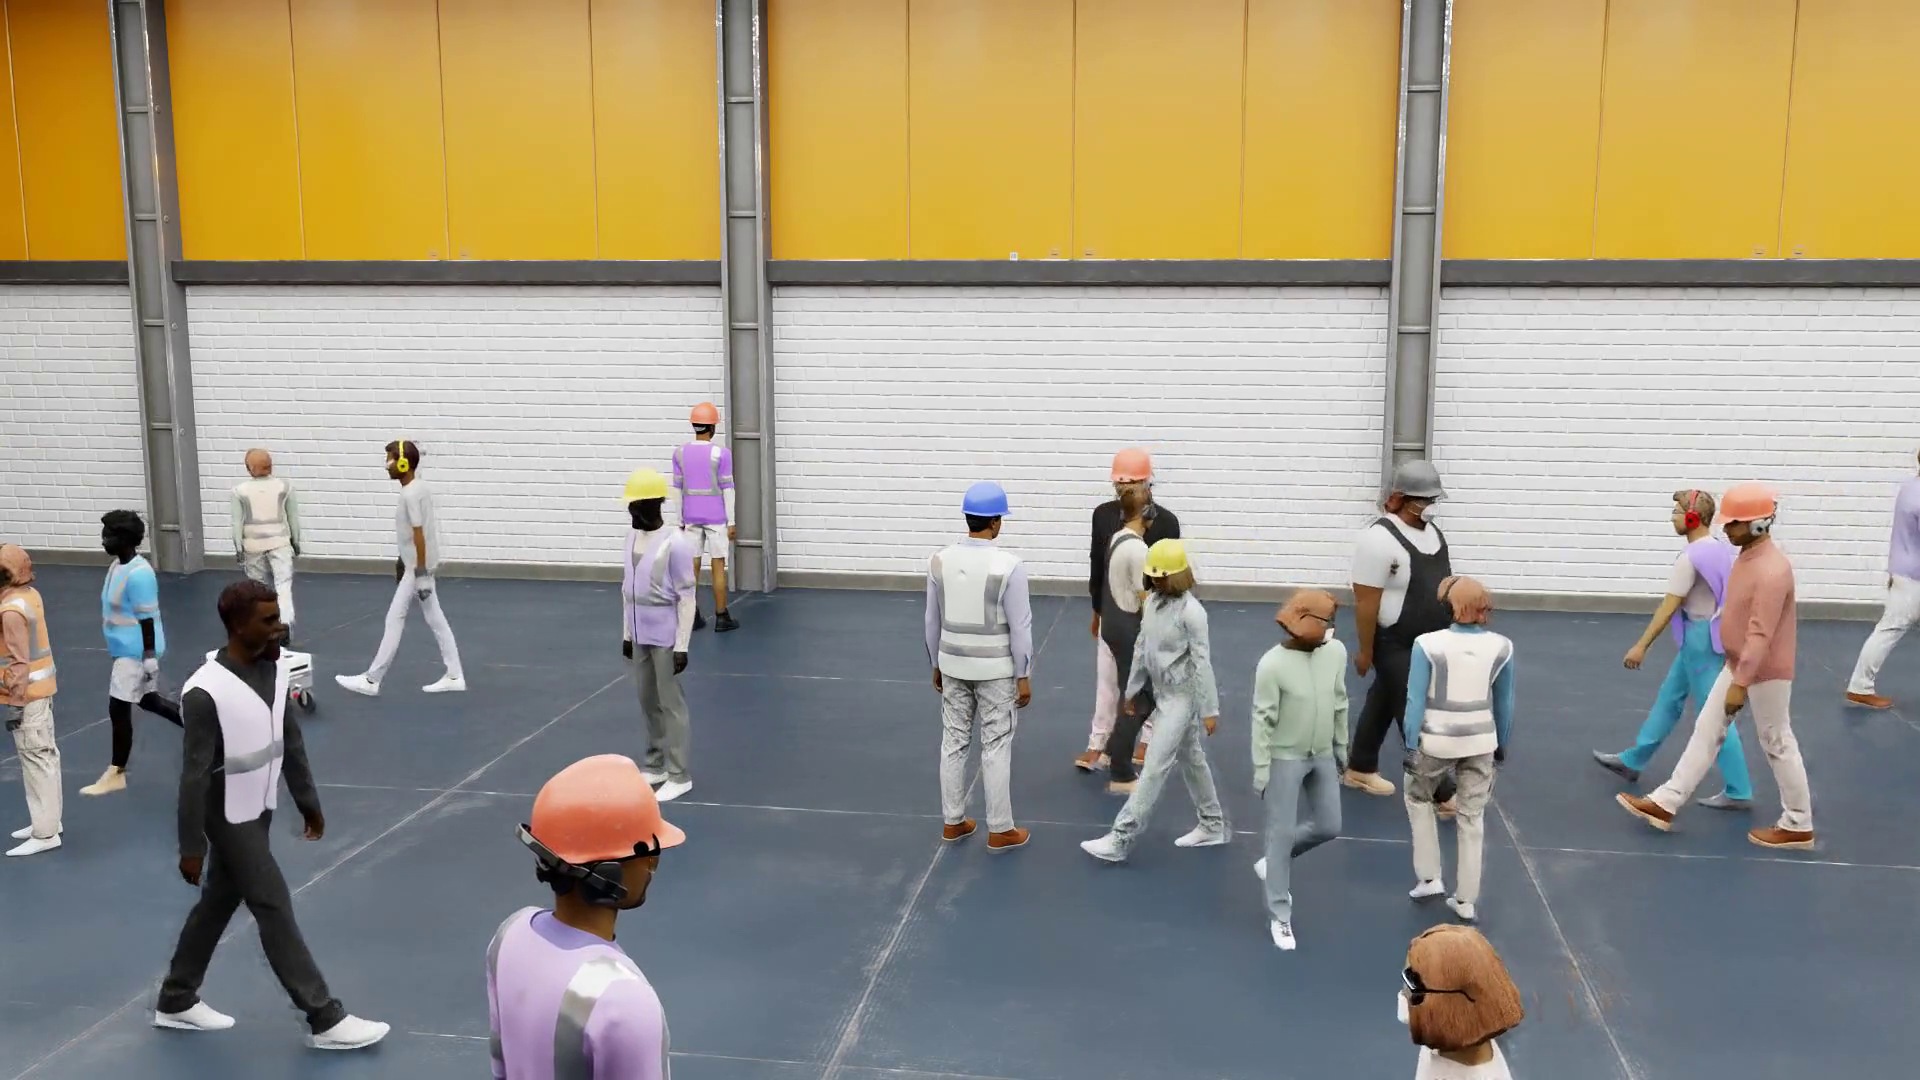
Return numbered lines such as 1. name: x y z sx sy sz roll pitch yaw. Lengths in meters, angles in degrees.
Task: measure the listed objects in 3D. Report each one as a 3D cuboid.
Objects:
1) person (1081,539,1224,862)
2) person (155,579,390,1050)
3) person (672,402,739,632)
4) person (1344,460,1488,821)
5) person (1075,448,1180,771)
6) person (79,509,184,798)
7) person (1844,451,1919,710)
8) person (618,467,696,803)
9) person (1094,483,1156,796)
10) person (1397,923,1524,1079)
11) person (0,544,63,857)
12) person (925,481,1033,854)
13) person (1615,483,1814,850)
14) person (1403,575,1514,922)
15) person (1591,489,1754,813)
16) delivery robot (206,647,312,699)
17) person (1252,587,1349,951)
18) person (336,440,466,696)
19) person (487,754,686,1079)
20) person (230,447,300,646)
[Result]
1. person: 1.014 0.820 8.513 0.922 1.678 0.520 -3 10 -20
2. person: -2.764 1.065 6.493 1.020 1.859 0.612 1 9 4
3. person: -2.130 -0.189 13.977 0.542 1.939 0.364 3 10 16
4. person: 2.573 0.516 9.314 1.006 2.000 0.697 8 12 42
5. person: 1.026 0.427 10.099 0.640 1.989 0.585 6 11 32
6. person: -4.775 0.629 9.762 0.796 1.667 0.538 -7 12 -37
7. person: 6.620 0.267 11.319 1.019 1.882 0.658 3 10 21
8. person: -1.762 0.537 9.540 0.593 1.923 0.383 9 13 44
9. person: 1.016 0.587 9.591 0.409 1.816 0.562 -1 9 -3
10. person: 1.081 1.637 3.697 0.376 1.623 0.500 2 9 9
11. person: -4.877 0.823 8.670 0.313 1.635 0.513 -4 10 -21
12. person: 0.111 0.661 8.708 0.616 1.945 0.404 6 11 31
13. person: 4.029 0.669 8.685 1.030 1.933 0.628 2 9 9
14. person: 2.318 0.965 7.818 0.542 1.623 0.465 -1 9 -5
15. person: 4.124 0.611 9.493 0.979 1.793 0.582 7 11 36
16. delivery robot: -4.793 0.875 11.379 0.707 0.478 0.477 4 10 23
17. person: 1.530 1.001 7.592 0.551 1.624 0.446 -4 10 -25
18. person: -3.998 0.210 11.845 0.933 1.827 0.569 -2 9 -10
19. person: -0.750 1.450 3.545 0.374 2.042 0.615 -8 12 -40
20. person: -5.610 0.055 13.470 0.519 1.614 0.747 -5 10 -26
